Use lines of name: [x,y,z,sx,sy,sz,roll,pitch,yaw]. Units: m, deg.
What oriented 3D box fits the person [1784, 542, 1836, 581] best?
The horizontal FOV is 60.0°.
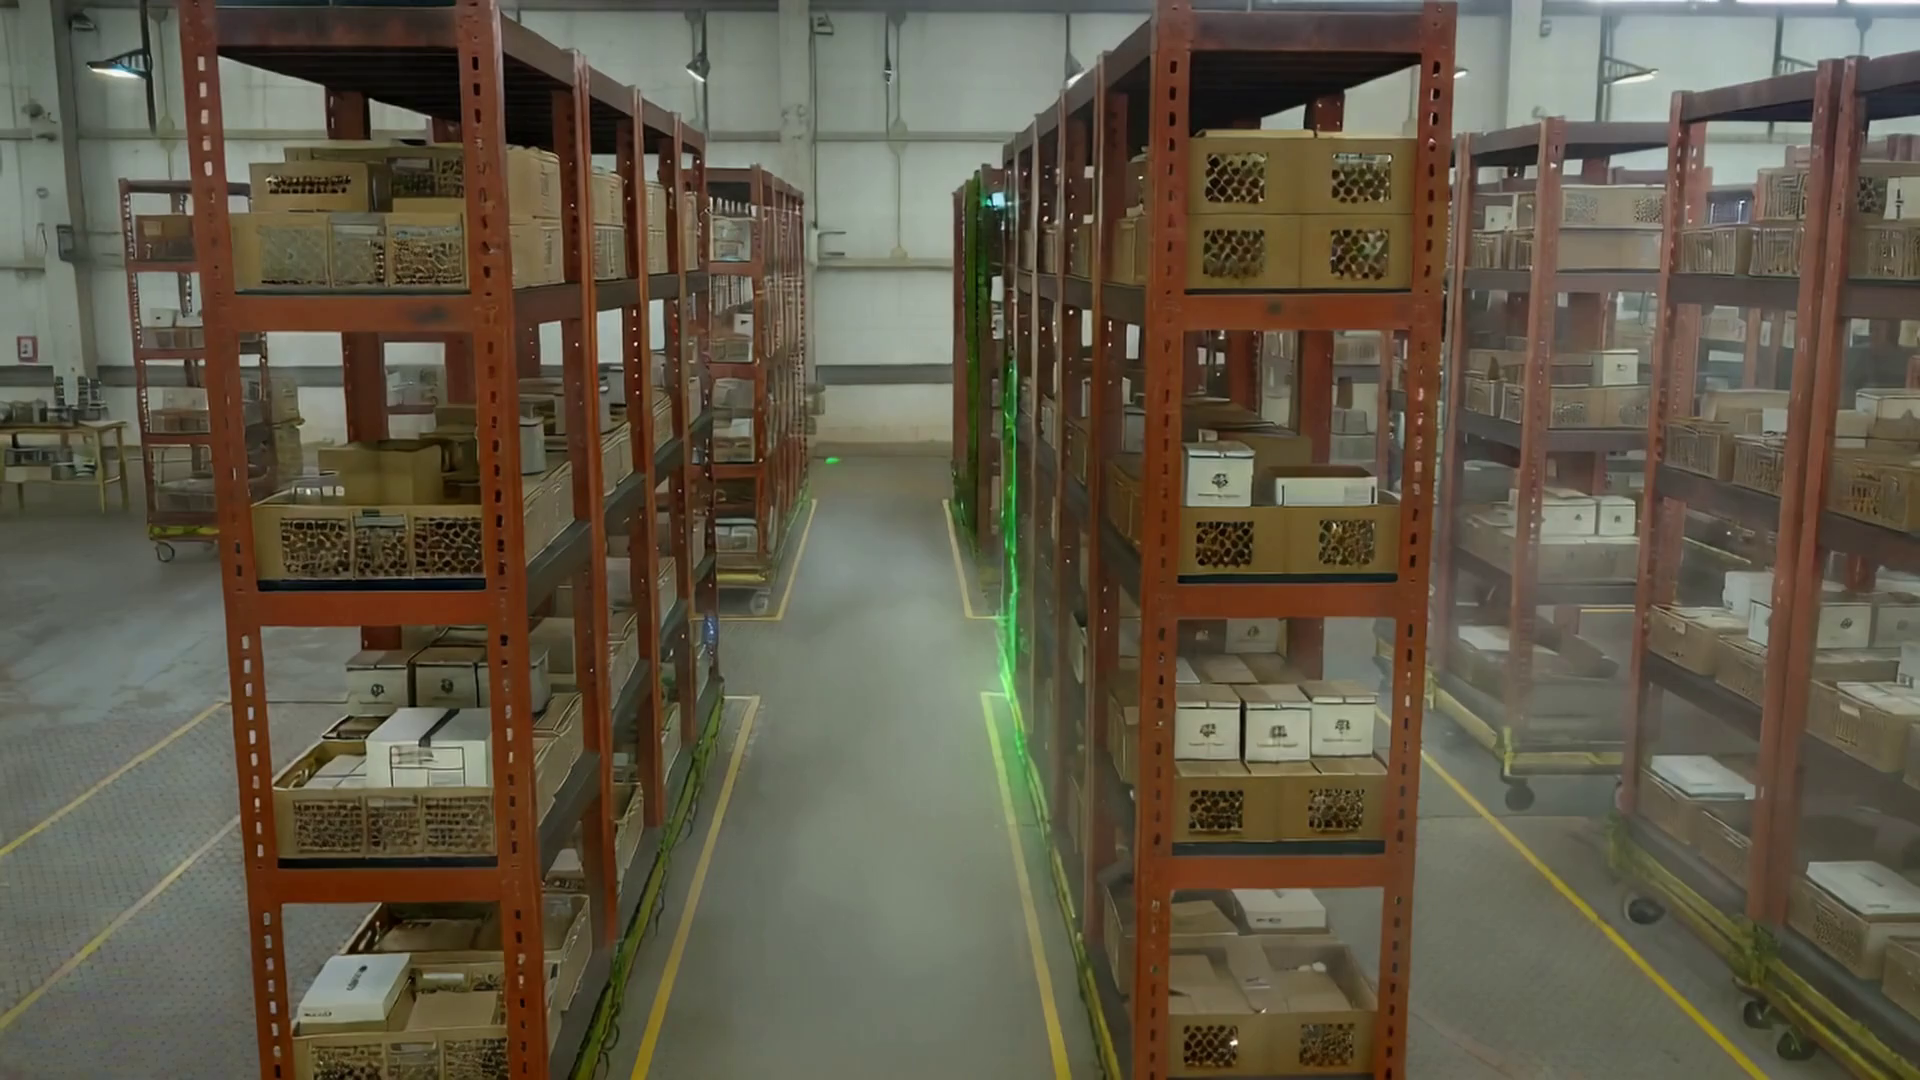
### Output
person: [7.180,-0.376,13.924,0.565,1.822,0.526,-1,10,-4]
